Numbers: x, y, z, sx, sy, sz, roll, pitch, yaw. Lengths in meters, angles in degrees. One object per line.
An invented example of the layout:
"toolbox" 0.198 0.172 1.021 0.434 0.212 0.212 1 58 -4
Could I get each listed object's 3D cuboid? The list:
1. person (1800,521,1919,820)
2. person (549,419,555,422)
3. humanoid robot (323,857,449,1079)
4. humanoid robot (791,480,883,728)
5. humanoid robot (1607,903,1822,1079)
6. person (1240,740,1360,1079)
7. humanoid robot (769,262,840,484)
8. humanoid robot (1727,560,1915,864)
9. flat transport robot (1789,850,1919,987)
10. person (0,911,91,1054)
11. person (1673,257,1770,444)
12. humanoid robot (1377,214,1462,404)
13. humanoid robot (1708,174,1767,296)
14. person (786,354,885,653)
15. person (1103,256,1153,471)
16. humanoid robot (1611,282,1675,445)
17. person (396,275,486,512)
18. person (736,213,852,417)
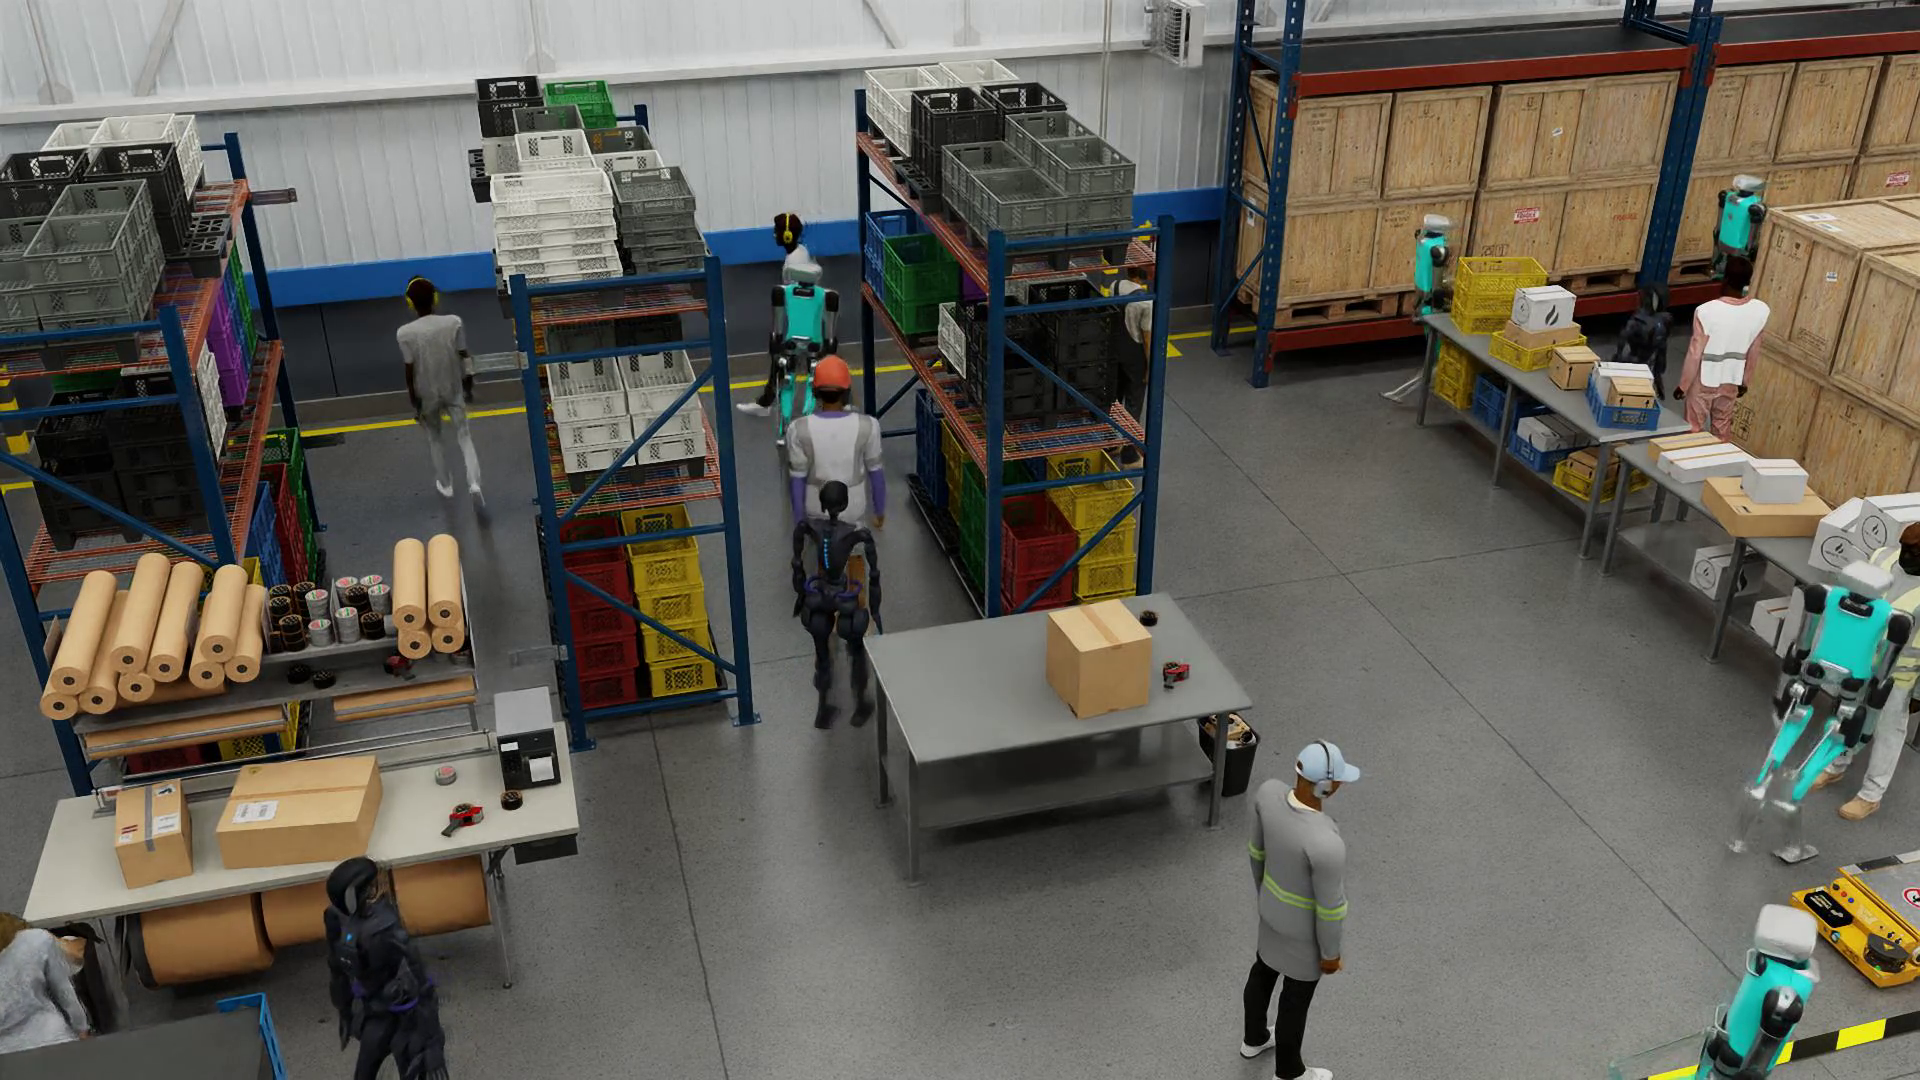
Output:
"person" 5.147 0.705 9.258 0.429 1.837 0.622 -10 30 -18
"person" -3.192 -1.542 13.437 0.869 1.726 0.534 0 29 1
"humanoid robot" -2.421 2.074 6.946 0.615 1.648 0.551 14 32 24
"humanoid robot" -0.747 0.386 9.994 0.589 1.653 0.327 7 30 13
"humanoid robot" 2.889 2.106 6.665 0.735 1.677 0.533 13 31 22
"person" 1.530 1.678 7.470 0.396 1.847 0.588 -13 31 -23
"humanoid robot" -1.239 -1.148 12.805 0.549 1.830 0.830 4 29 7
"humanoid robot" 4.488 1.011 8.801 0.782 1.787 0.534 -25 37 -37
"flat transport robot" 5.163 1.916 8.676 1.431 0.231 0.659 -8 30 -14
"person" -3.776 2.121 6.791 0.636 1.710 0.487 20 34 31
"person" 5.754 -1.214 12.658 0.595 1.916 0.374 -5 29 -8
"humanoid robot" 4.097 -1.914 14.115 1.008 1.729 0.558 -2 29 -4
"humanoid robot" 7.151 -2.400 15.123 0.729 1.894 0.539 -8 30 -15
"person" -0.788 -0.193 10.708 0.614 2.020 0.750 -2 29 -4
"person" 1.351 -1.426 13.133 0.343 1.839 0.499 -19 34 -31
"humanoid robot" 5.249 -1.260 13.002 0.585 1.640 0.399 -14 32 -24
"person" -3.891 -1.089 12.513 0.505 1.849 0.760 -13 31 -22
"person" -1.396 -1.848 13.906 1.002 1.814 0.536 -2 29 -3
